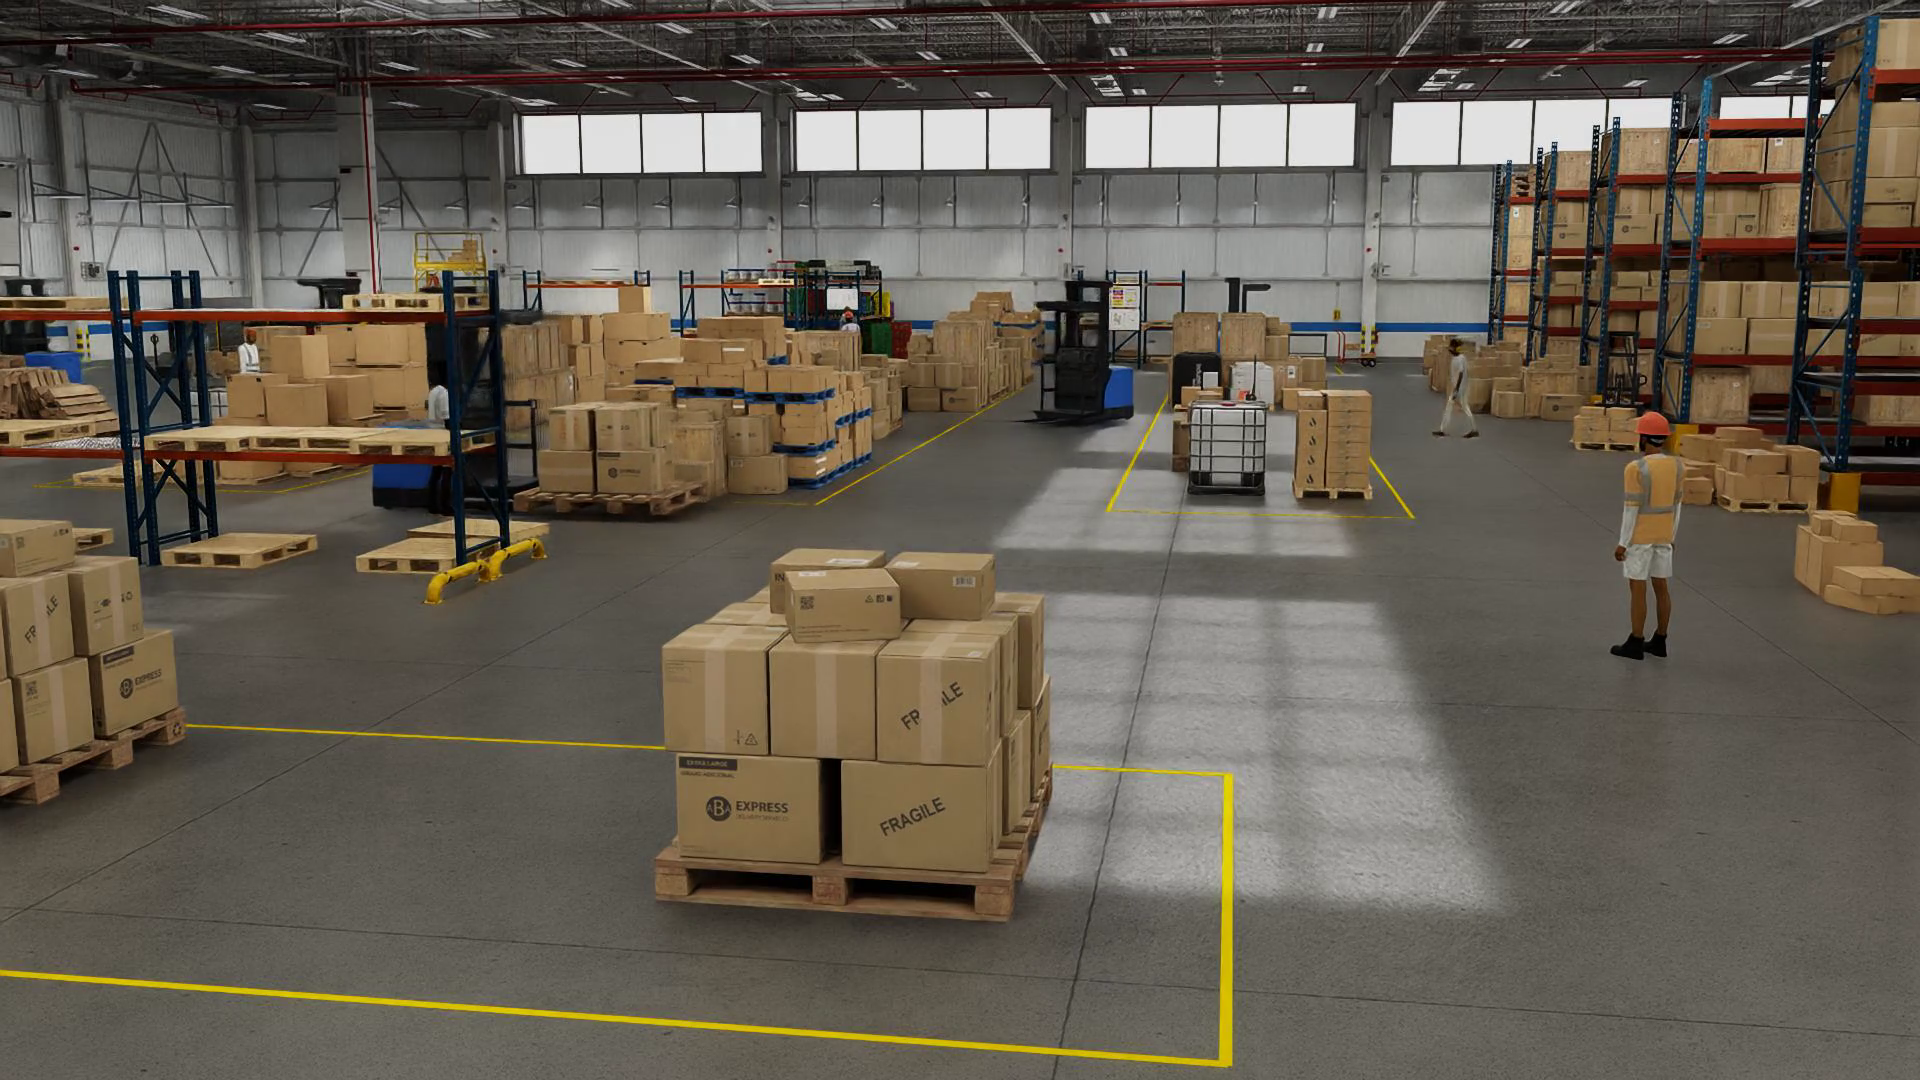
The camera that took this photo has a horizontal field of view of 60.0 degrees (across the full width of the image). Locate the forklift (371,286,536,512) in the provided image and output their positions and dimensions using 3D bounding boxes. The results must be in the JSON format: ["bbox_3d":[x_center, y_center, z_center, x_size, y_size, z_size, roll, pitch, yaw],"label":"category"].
[{"bbox_3d":[-6.424,-1.809,21.070,1.873,2.768,1.129,1,9,9],"label":"forklift"}]

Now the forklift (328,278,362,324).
[{"bbox_3d":[-15.872,-5.380,43.097,1.129,2.768,1.873,5,11,30],"label":"forklift"}]

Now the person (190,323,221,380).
[{"bbox_3d":[-20.906,-5.195,45.867,0.846,1.600,0.526,2,9,9],"label":"person"}]

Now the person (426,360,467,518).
[{"bbox_3d":[-6.375,-1.225,20.404,0.506,1.942,0.683,-7,11,-36],"label":"person"}]

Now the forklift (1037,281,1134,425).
[{"bbox_3d":[2.552,-3.765,33.132,1.129,2.768,1.873,8,12,40],"label":"forklift"}]

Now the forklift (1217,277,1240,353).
[{"bbox_3d":[7.926,-6.231,48.346,1.873,2.768,1.129,1,9,9],"label":"forklift"}]

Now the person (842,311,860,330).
[{"bbox_3d":[-2.977,-5.225,45.073,0.546,1.930,0.390,-7,11,-35],"label":"person"}]

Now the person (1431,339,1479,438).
[{"bbox_3d":[8.998,-2.728,30.043,0.924,1.814,0.521,-1,9,-7],"label":"person"}]

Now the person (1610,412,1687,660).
[{"bbox_3d":[5.367,-0.031,13.003,0.543,1.939,0.360,-3,10,-20],"label":"person"}]

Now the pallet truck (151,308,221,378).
[{"bbox_3d":[-21.869,-5.598,47.154,0.823,1.965,1.885,4,10,26],"label":"pallet truck"}]

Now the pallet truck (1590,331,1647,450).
[{"bbox_3d":[11.253,-2.573,28.499,0.823,1.965,1.885,5,10,27],"label":"pallet truck"}]

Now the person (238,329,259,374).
[{"bbox_3d":[-14.123,-3.259,33.096,0.342,1.879,0.595,1,9,5],"label":"person"}]

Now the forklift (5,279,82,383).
[{"bbox_3d":[-22.039,-4.784,39.416,1.873,2.768,1.129,1,9,9],"label":"forklift"}]

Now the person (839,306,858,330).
[{"bbox_3d":[-3.450,-6.258,51.444,0.631,1.931,0.367,-7,12,-37],"label":"person"}]
